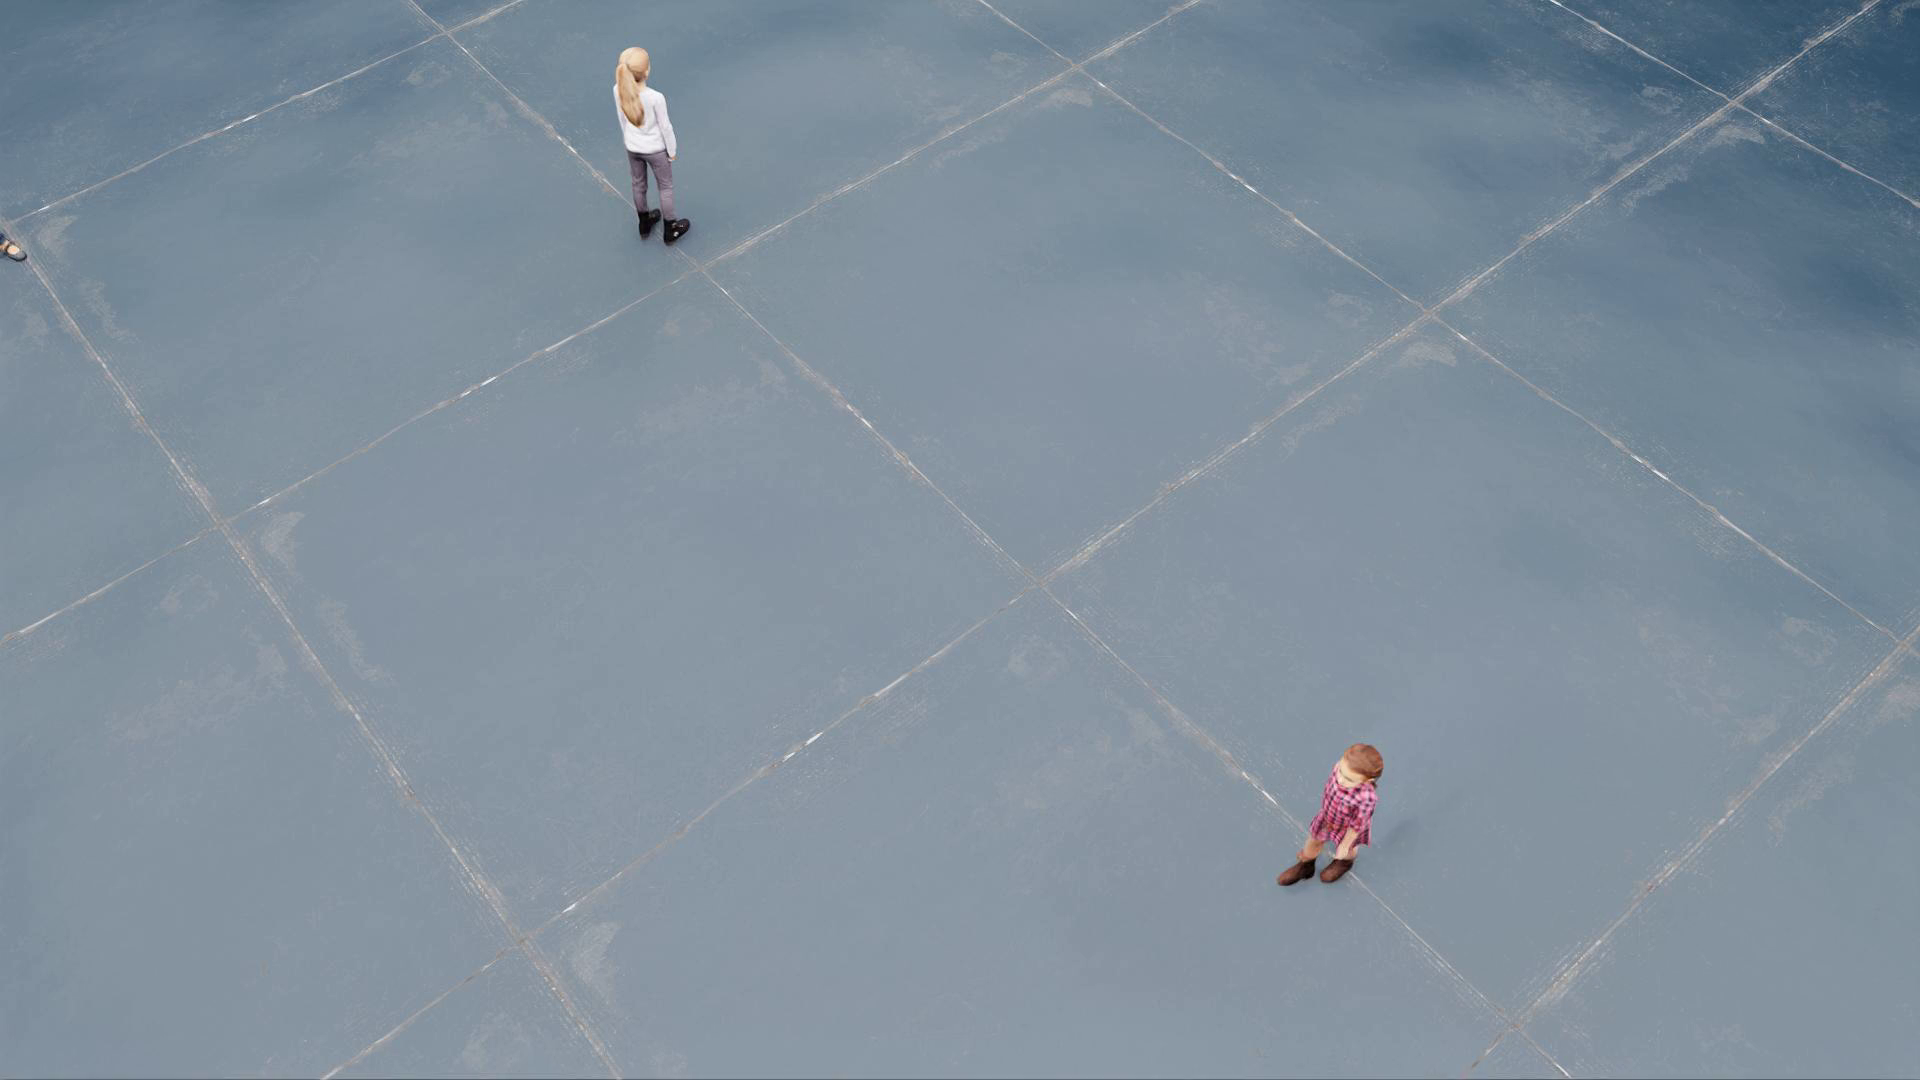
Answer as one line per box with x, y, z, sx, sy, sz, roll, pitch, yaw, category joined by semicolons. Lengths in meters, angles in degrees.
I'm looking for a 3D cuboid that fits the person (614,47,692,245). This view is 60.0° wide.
-1.789;-2.241;9.469;0.561;1.277;0.603;16;54;12;person

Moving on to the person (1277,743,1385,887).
1.665;1.149;7.014;0.603;1.010;0.482;-26;57;-19;person
